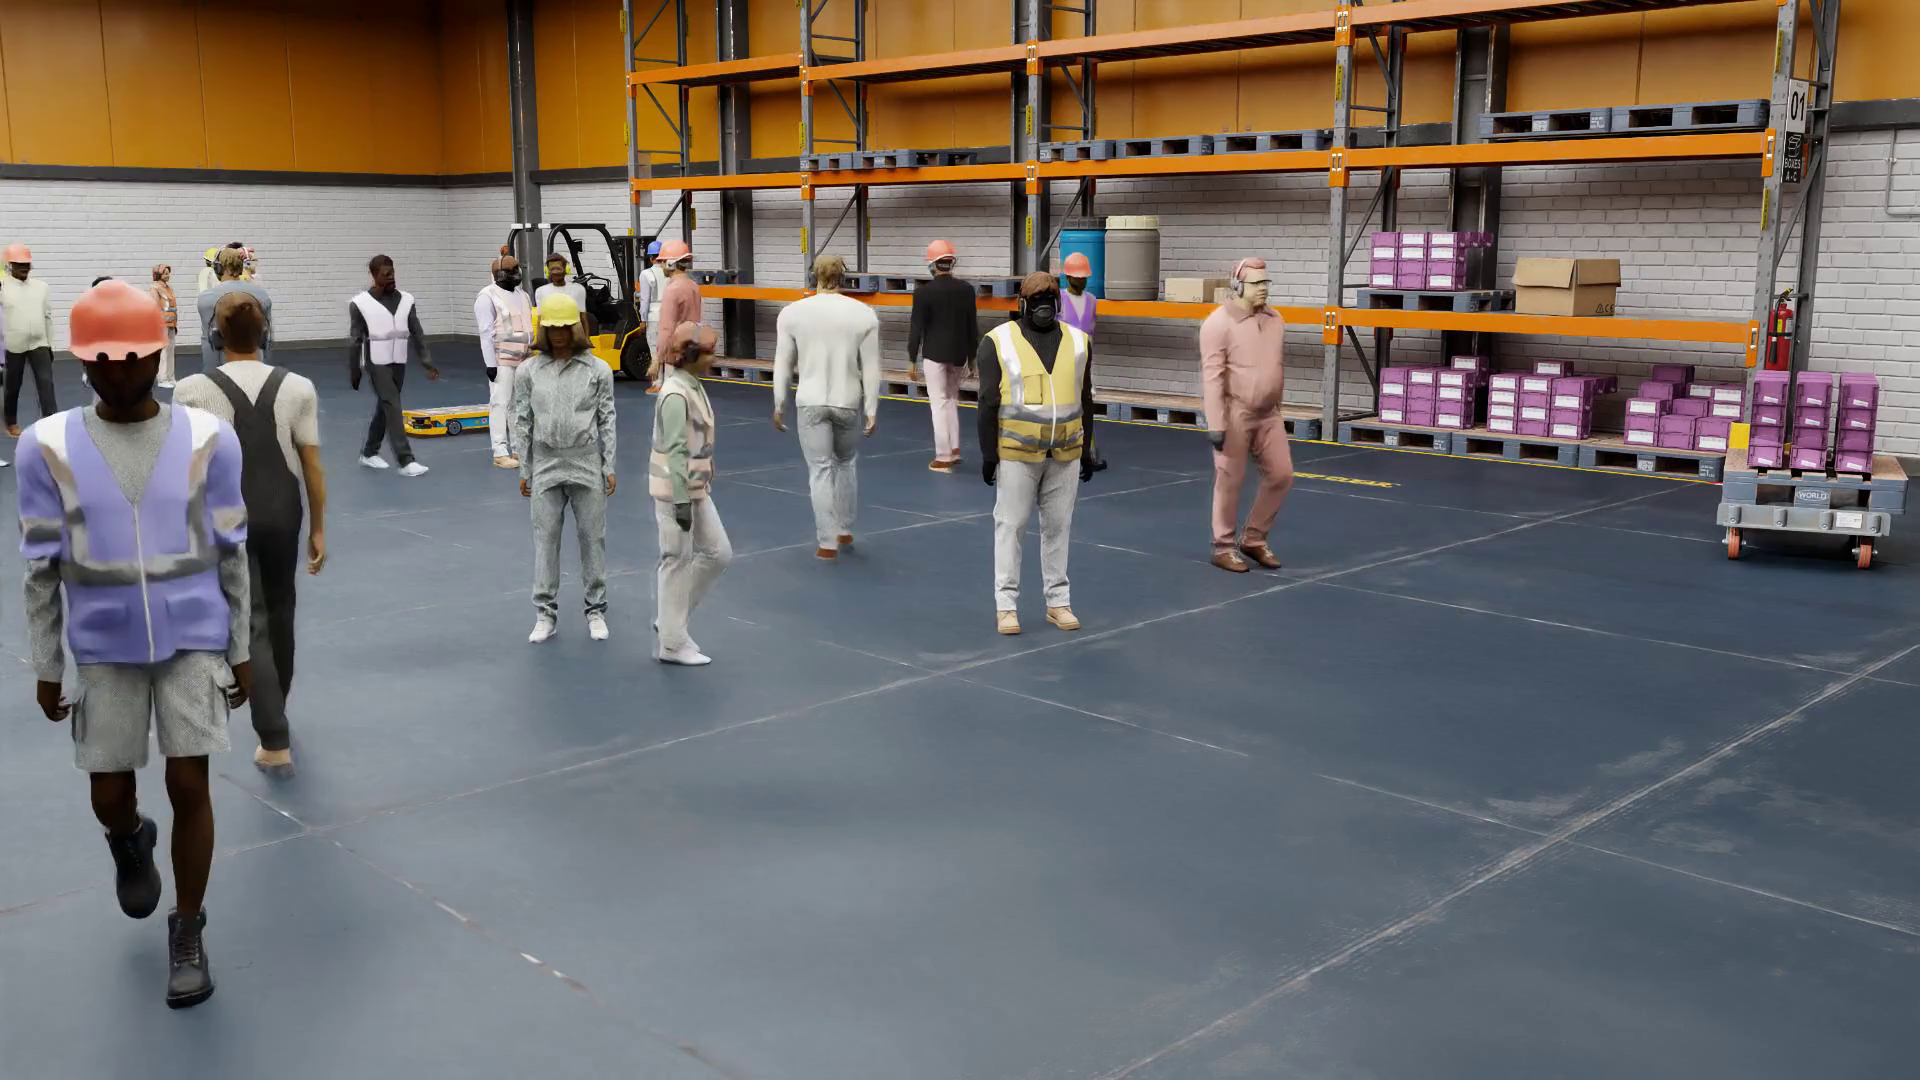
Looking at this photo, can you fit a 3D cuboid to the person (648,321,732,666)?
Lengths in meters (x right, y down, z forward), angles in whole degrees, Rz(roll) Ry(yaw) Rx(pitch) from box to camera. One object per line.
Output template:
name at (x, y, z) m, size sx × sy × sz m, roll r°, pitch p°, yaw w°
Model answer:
person at (-1.270, -0.206, 7.771) m, size 0.377 × 1.621 × 0.552 m, roll 0°, pitch 10°, yaw 2°

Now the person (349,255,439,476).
person at (-4.896, -1.491, 14.183) m, size 1.031 × 1.866 × 0.591 m, roll 6°, pitch 12°, yaw 32°

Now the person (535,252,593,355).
person at (-3.928, -1.919, 16.506) m, size 0.558 × 1.854 × 0.450 m, roll -2°, pitch 11°, yaw -12°

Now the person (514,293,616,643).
person at (-1.955, -0.350, 8.271) m, size 0.492 × 1.740 × 0.324 m, roll -1°, pitch 10°, yaw -8°

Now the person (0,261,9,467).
person at (-8.539, -1.583, 14.652) m, size 0.387 × 1.877 × 0.755 m, roll -6°, pitch 12°, yaw -28°

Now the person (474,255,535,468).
person at (-3.943, -1.562, 14.600) m, size 0.429 × 1.847 × 0.625 m, roll 4°, pitch 11°, yaw 23°

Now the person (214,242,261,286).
person at (-9.527, -2.960, 21.959) m, size 0.624 × 1.939 × 0.626 m, roll -1°, pitch 10°, yaw -8°

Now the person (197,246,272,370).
person at (-5.642, -1.312, 12.978) m, size 0.372 × 1.940 × 0.630 m, roll 5°, pitch 12°, yaw 26°

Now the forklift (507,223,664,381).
forklift at (-5.316, -3.263, 22.920) m, size 2.313 × 2.155 × 1.214 m, roll -10°, pitch 14°, yaw -44°

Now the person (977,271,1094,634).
person at (0.400, -0.441, 8.493) m, size 0.634 × 1.842 × 0.429 m, roll -3°, pitch 11°, yaw -18°

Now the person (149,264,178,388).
person at (-10.580, -2.842, 22.139) m, size 0.307 × 1.639 × 0.525 m, roll 0°, pitch 10°, yaw -3°

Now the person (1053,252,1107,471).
person at (0.933, -1.546, 14.442) m, size 0.593 × 1.880 × 1.015 m, roll -6°, pitch 12°, yaw -31°

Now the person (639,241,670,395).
person at (-3.821, -2.819, 21.167) m, size 0.406 × 1.945 × 0.615 m, roll 10°, pitch 14°, yaw 43°

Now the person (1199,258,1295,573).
person at (1.741, -0.730, 9.938) m, size 0.669 × 1.886 × 0.517 m, roll -7°, pitch 12°, yaw -32°

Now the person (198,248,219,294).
person at (-11.086, -3.425, 24.794) m, size 0.595 × 1.828 × 0.403 m, roll 9°, pitch 13°, yaw 39°

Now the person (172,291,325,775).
person at (-2.777, -0.053, 6.461) m, size 0.533 × 1.799 × 0.927 m, roll -7°, pitch 13°, yaw -35°

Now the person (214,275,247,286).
person at (-6.539, -1.582, 15.035) m, size 0.720 × 1.736 × 0.543 m, roll -6°, pitch 12°, yaw -29°

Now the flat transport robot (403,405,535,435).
flat transport robot at (-5.111, -1.264, 17.264) m, size 1.431 × 0.197 × 0.652 m, roll -10°, pitch 14°, yaw -44°

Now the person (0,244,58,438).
person at (-9.255, -1.940, 16.408) m, size 1.040 × 1.945 × 0.641 m, roll 8°, pitch 13°, yaw 37°

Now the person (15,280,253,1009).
person at (-2.206, 0.255, 4.508) m, size 0.552 × 1.917 × 0.642 m, roll -5°, pitch 12°, yaw -25°

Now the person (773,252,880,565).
person at (-0.856, -0.834, 10.438) m, size 0.646 × 1.912 × 0.794 m, roll -3°, pitch 11°, yaw -16°

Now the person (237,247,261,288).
person at (-7.587, -2.162, 17.739) m, size 0.646 × 1.902 × 0.401 m, roll 8°, pitch 13°, yaw 38°

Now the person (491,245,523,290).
person at (-6.654, -3.397, 24.533) m, size 0.350 × 1.878 × 0.568 m, roll 6°, pitch 12°, yaw 28°

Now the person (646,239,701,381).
person at (-2.407, -1.554, 14.161) m, size 0.413 × 1.994 × 0.626 m, roll 2°, pitch 11°, yaw 10°

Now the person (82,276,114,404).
person at (-7.383, -1.476, 14.596) m, size 0.538 × 1.675 × 0.625 m, roll -1°, pitch 10°, yaw -6°

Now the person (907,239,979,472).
person at (-0.184, -1.573, 14.274) m, size 0.644 × 1.980 × 0.519 m, roll -7°, pitch 12°, yaw -33°
